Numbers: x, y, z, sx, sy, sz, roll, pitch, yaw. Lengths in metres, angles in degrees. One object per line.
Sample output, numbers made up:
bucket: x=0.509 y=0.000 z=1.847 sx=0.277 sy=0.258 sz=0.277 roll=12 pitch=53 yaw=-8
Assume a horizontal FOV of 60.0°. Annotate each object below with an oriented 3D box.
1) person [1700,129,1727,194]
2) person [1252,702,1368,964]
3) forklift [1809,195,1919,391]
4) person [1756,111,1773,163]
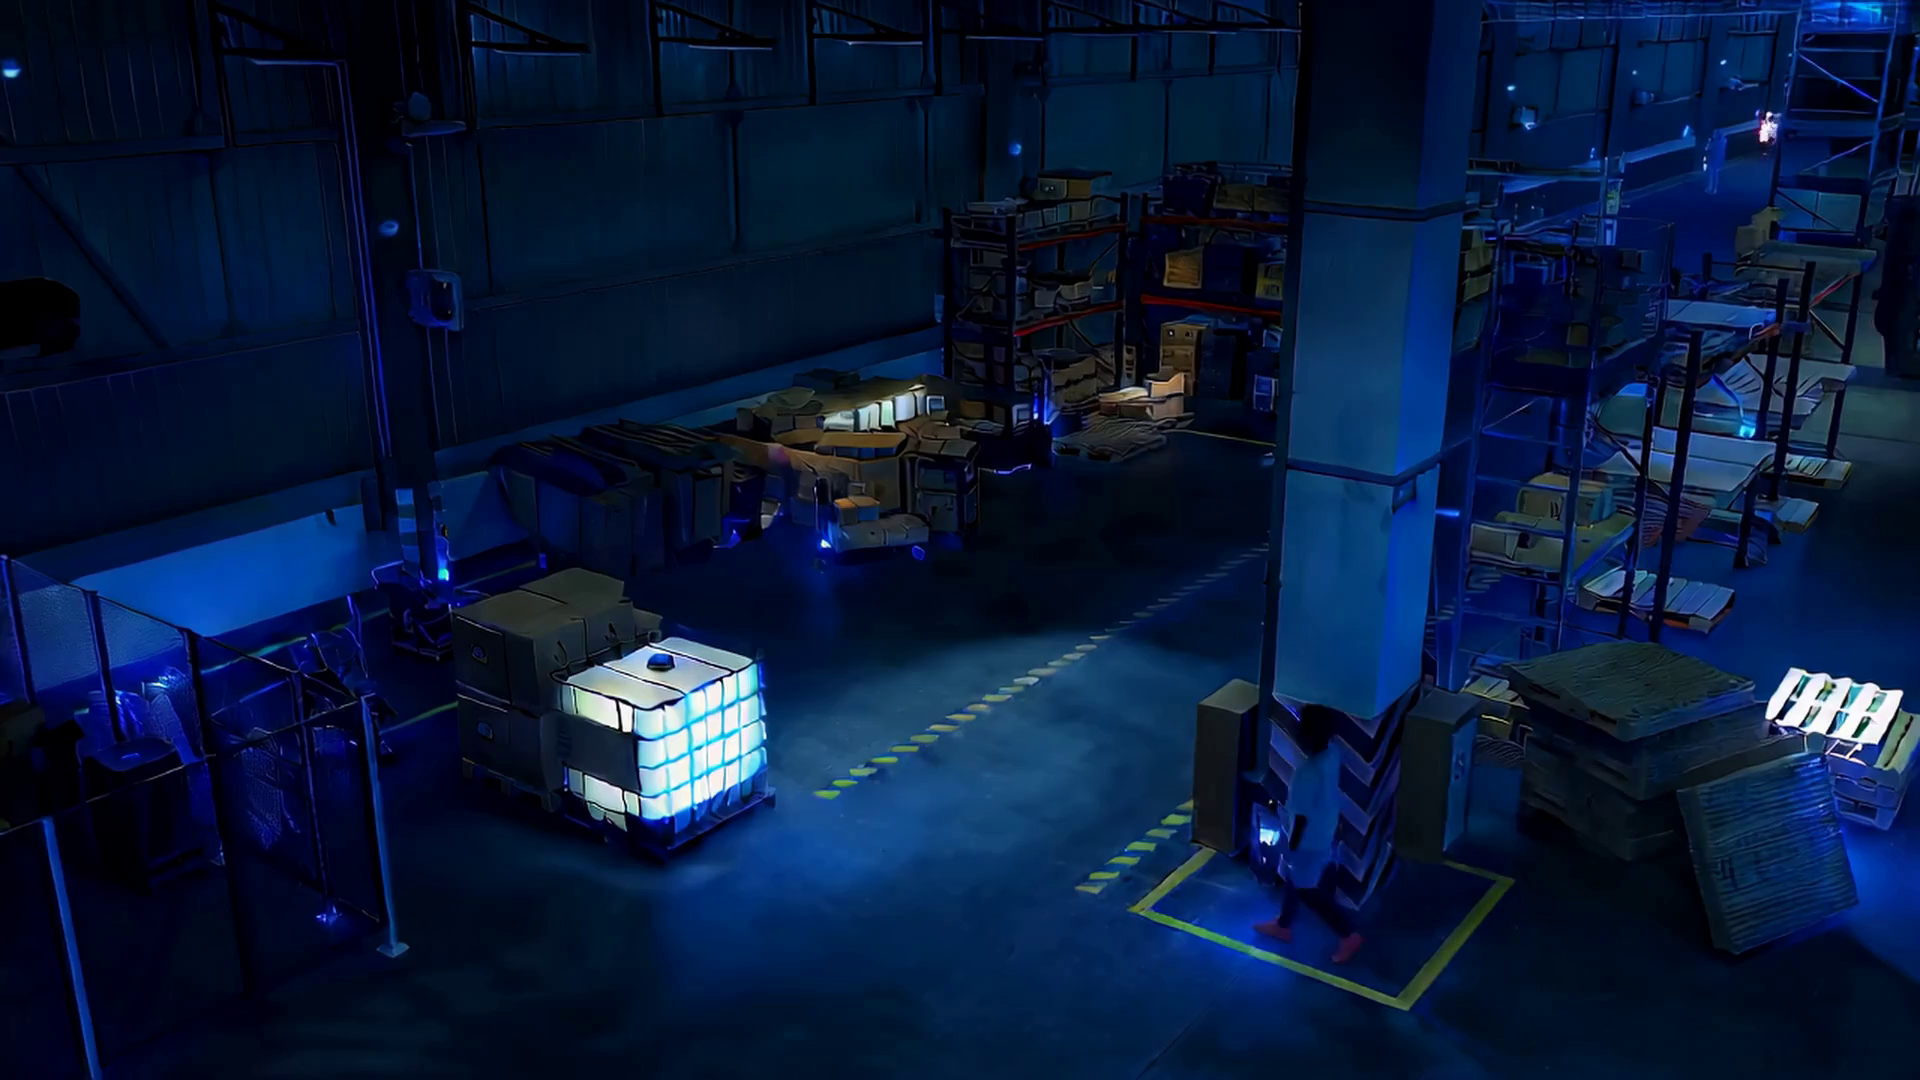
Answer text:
person: x=22.704 y=-11.394 z=50.048 sx=0.401 sy=1.905 sz=0.642 roll=-6 pitch=19 yaw=-18
person: x=2.165 y=1.780 z=10.088 sx=0.720 sy=1.673 sz=0.543 roll=9 pitch=20 yaw=25
forklift: x=14.162 y=-3.792 z=25.223 sx=1.873 sy=2.768 sz=1.129 roll=13 pitch=22 yaw=34
person: x=28.591 y=-14.290 z=59.038 sx=0.610 sy=1.823 sz=0.459 roll=-15 pitch=23 yaw=-38
